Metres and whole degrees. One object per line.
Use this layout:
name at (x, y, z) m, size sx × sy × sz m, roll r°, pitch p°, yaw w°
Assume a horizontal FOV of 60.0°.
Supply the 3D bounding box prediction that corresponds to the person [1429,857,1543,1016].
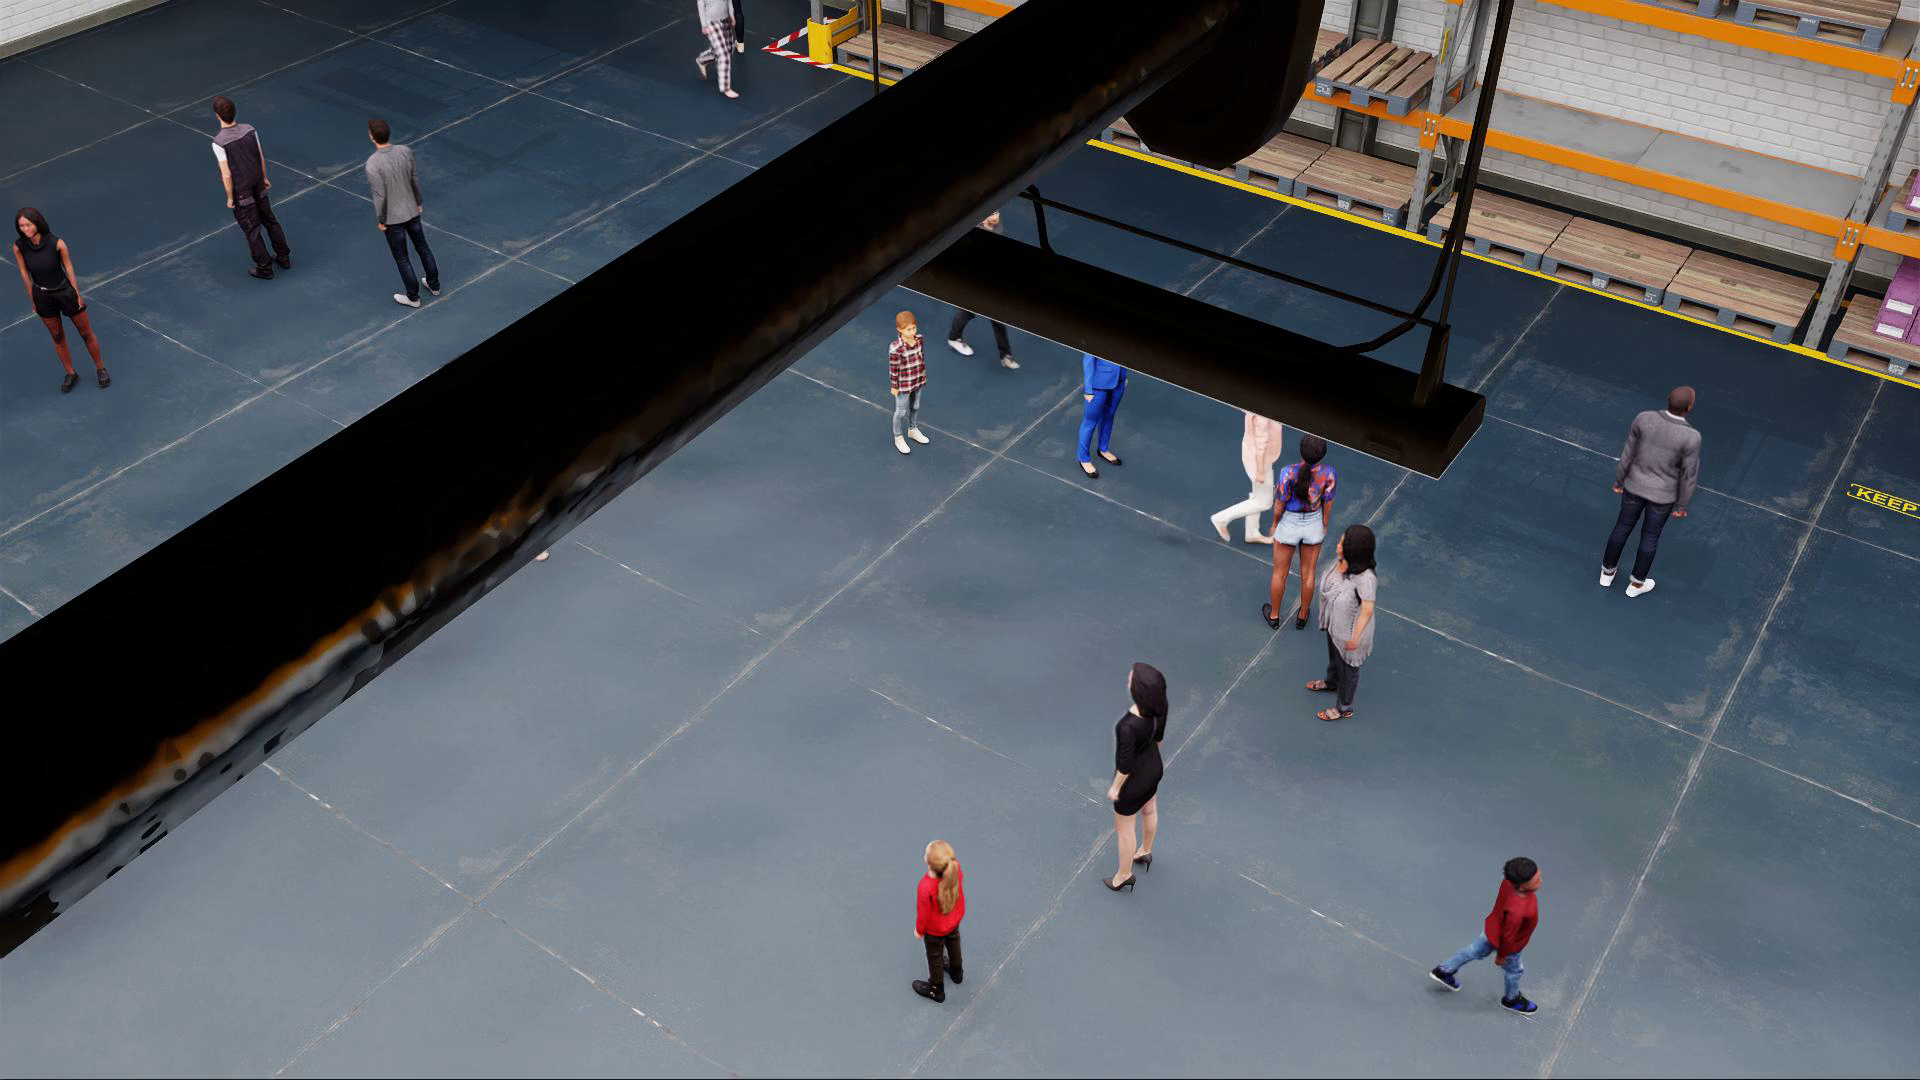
person at (3.081, 2.260, 9.611) m, size 0.933 × 1.239 × 0.750 m, roll 4°, pitch 39°, yaw 5°

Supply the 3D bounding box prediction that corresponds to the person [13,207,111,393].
person at (-7.982, -2.136, 14.713) m, size 0.674 × 1.741 × 0.720 m, roll -9°, pitch 39°, yaw -11°

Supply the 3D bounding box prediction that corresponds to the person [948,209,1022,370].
person at (0.131, -2.381, 15.032) m, size 1.157 × 1.725 × 0.772 m, roll 28°, pitch 47°, yaw 31°

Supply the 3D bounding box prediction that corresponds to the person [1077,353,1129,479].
person at (1.185, -1.314, 13.716) m, size 0.674 × 1.700 × 0.623 m, roll -28°, pitch 47°, yaw -31°

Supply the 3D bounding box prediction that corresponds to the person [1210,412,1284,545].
person at (2.240, -0.654, 12.876) m, size 0.889 × 1.717 × 0.781 m, roll 7°, pitch 39°, yaw 8°

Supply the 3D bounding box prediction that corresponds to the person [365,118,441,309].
person at (-5.338, -3.120, 15.840) m, size 0.555 × 1.871 × 0.668 m, roll 23°, pitch 44°, yaw 26°

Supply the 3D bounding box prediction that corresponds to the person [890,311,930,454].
person at (-0.442, -1.367, 14.099) m, size 0.574 × 1.305 × 0.563 m, roll -30°, pitch 47°, yaw -32°

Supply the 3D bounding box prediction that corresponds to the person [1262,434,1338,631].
person at (2.475, -0.074, 12.129) m, size 0.630 × 1.743 × 0.732 m, roll 1°, pitch 39°, yaw 1°

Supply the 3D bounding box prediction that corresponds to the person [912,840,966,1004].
person at (-0.114, 2.194, 9.659) m, size 0.528 × 1.281 × 0.513 m, roll 29°, pitch 47°, yaw 31°

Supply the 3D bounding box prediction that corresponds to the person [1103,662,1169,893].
person at (1.086, 1.456, 10.162) m, size 0.509 × 1.806 × 0.607 m, roll 29°, pitch 47°, yaw 31°

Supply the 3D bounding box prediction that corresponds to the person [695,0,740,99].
person at (-2.950, -6.212, 19.748) m, size 0.960 × 1.827 × 0.636 m, roll 26°, pitch 45°, yaw 29°

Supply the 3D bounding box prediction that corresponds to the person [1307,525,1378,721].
person at (2.679, 0.544, 11.462) m, size 0.825 × 1.609 × 0.770 m, roll -3°, pitch 39°, yaw -4°

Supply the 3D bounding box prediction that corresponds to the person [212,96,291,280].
person at (-6.972, -3.449, 16.270) m, size 0.588 × 1.848 × 0.672 m, roll 20°, pitch 43°, yaw 23°

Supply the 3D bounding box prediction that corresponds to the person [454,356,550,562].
person at (-3.720, -0.688, 12.856) m, size 1.193 × 1.795 × 0.889 m, roll 13°, pitch 40°, yaw 15°

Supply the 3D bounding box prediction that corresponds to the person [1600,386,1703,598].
person at (5.158, -0.369, 12.440) m, size 0.565 × 1.816 × 0.816 m, roll 31°, pitch 48°, yaw 33°
